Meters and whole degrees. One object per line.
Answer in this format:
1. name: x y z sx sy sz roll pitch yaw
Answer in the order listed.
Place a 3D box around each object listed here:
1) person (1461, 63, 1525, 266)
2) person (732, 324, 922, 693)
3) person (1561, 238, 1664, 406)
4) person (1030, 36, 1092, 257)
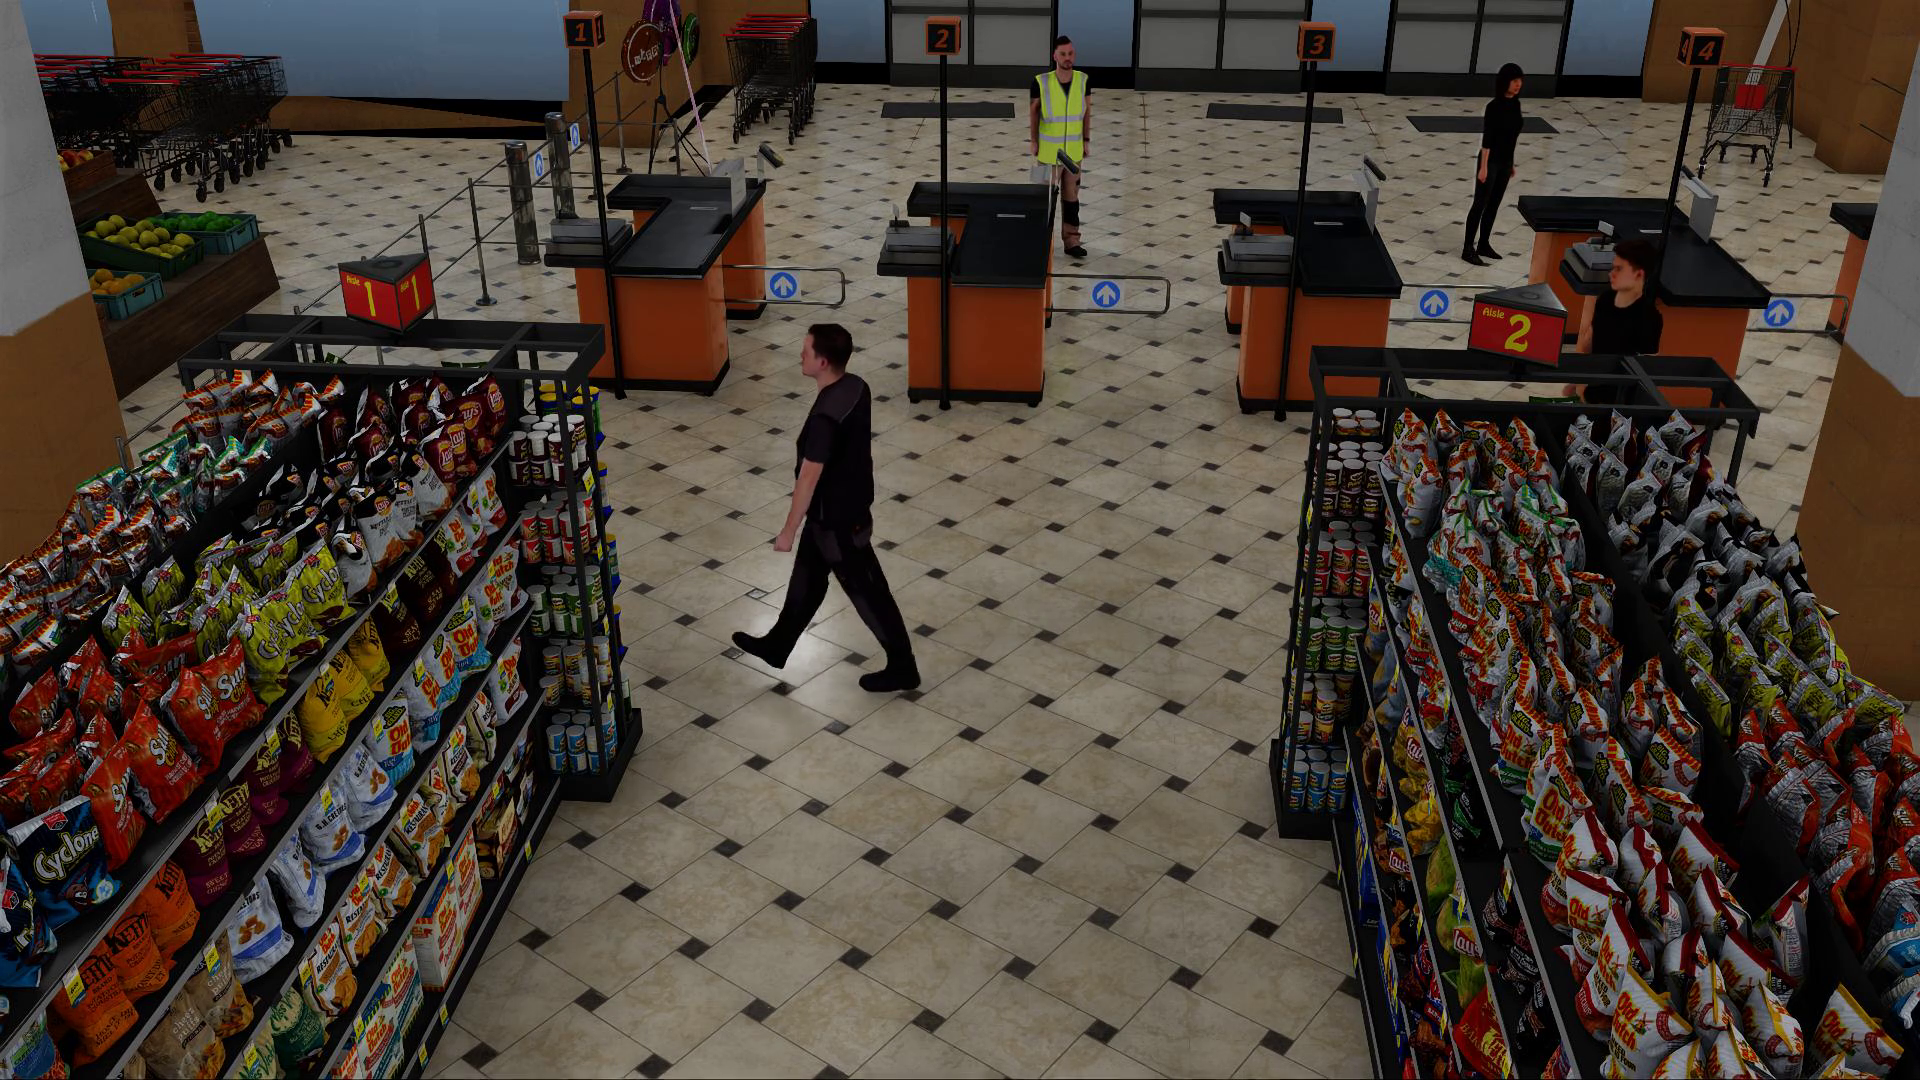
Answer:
1. person: 4.454 -3.141 13.855 0.663 1.641 0.708 -18 32 -32
2. person: -0.472 -0.082 7.650 0.785 1.797 1.087 2 27 5
3. person: 3.564 -0.698 8.863 0.947 1.799 1.223 -4 27 -8
4. person: 0.841 -3.268 13.877 0.806 1.847 0.841 -8 28 -14
